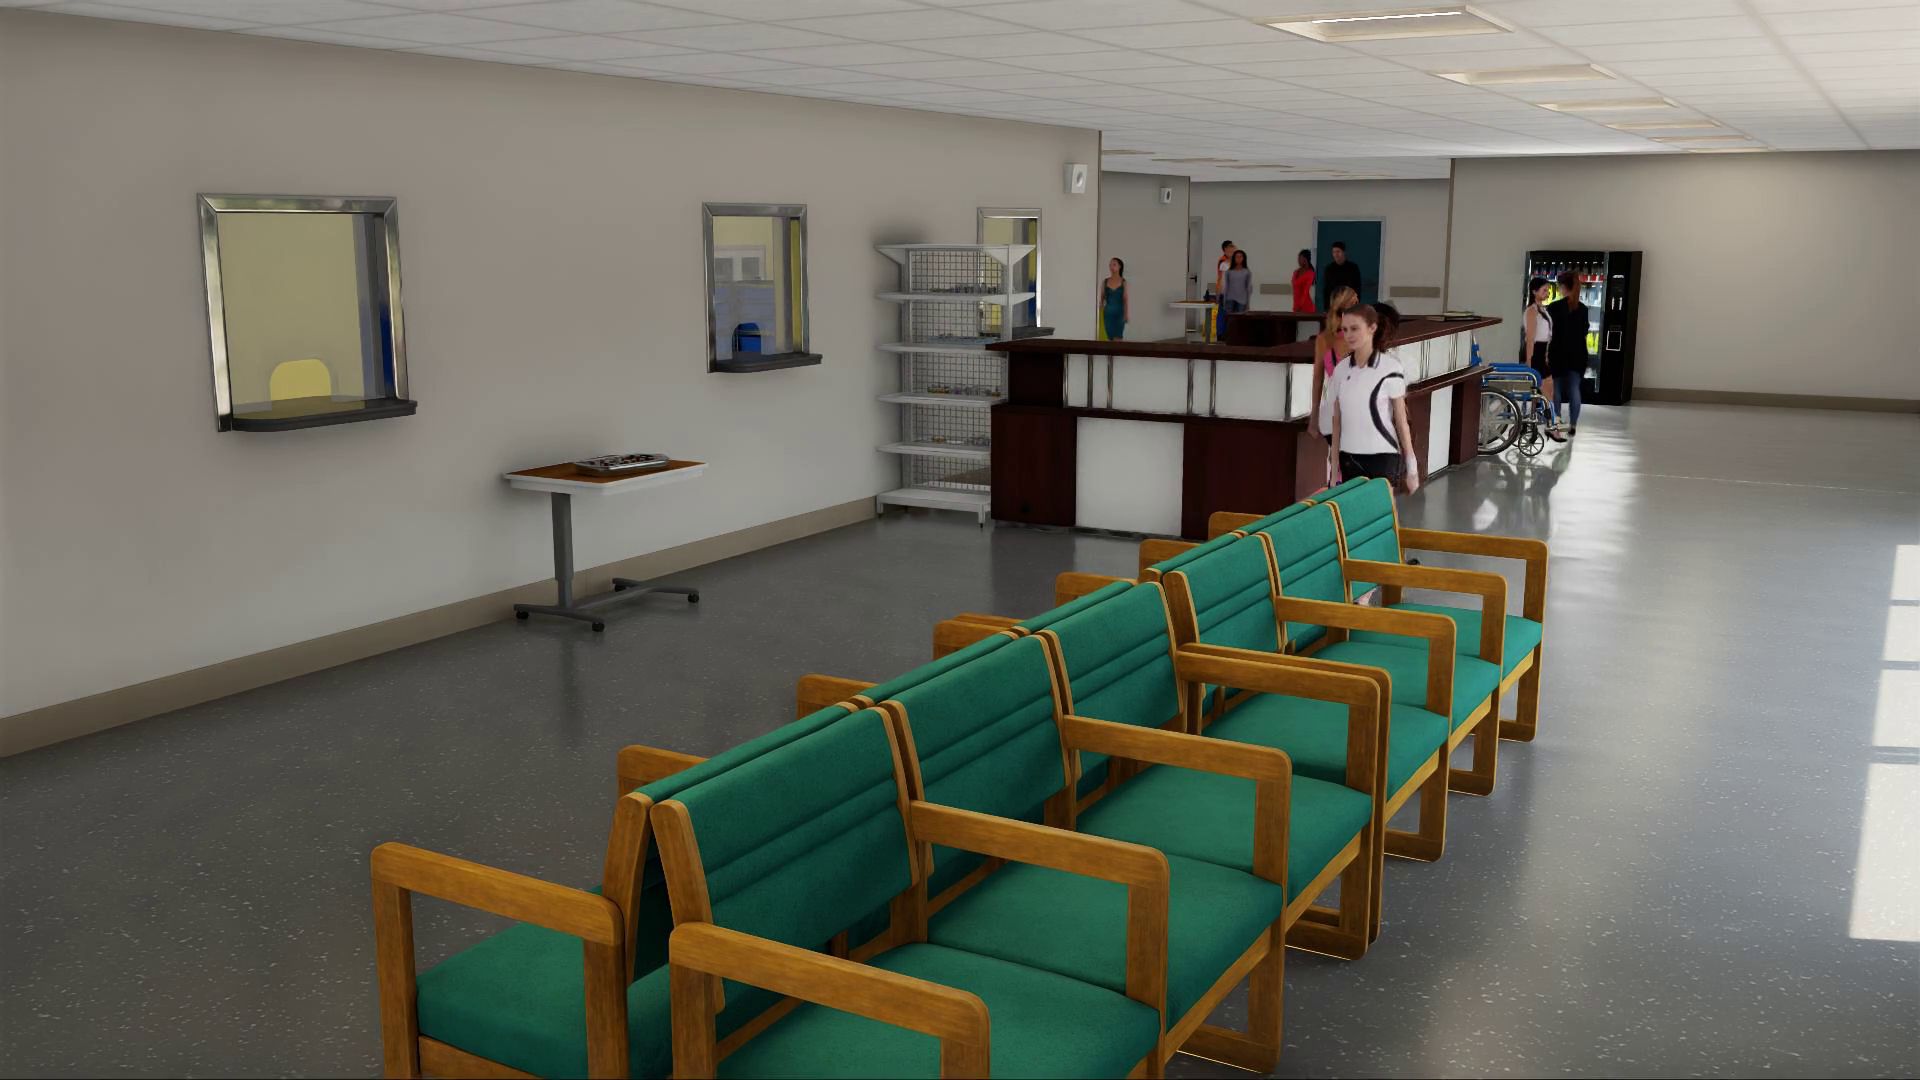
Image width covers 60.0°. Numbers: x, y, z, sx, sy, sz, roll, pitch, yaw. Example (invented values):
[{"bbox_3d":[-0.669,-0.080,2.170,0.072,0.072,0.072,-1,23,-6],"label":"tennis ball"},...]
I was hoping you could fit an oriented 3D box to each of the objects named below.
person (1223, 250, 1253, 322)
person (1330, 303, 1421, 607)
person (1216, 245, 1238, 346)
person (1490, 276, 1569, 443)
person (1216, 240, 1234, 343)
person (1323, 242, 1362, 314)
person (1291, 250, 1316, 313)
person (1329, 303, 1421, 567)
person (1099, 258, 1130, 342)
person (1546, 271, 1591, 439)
[{"bbox_3d":[4.626,-3.955,27.748,0.706,1.721,0.778,2,11,12],"label":"person"},{"bbox_3d":[2.254,-0.392,8.998,1.031,1.710,0.854,8,13,37],"label":"person"},{"bbox_3d":[4.687,-4.201,28.870,1.060,1.784,0.669,5,12,26],"label":"person"},{"bbox_3d":[5.602,-1.760,16.473,1.042,1.611,0.565,5,12,27],"label":"person"},{"bbox_3d":[4.932,-4.629,30.912,0.641,1.863,0.712,4,12,22],"label":"person"},{"bbox_3d":[5.383,-3.201,23.349,1.271,1.878,1.023,2,11,10],"label":"person"},{"bbox_3d":[5.193,-3.415,24.821,1.007,1.750,1.090,-6,12,-28],"label":"person"},{"bbox_3d":[2.250,-0.465,9.462,1.019,1.681,1.098,-6,12,-29],"label":"person"},{"bbox_3d":[2.232,-3.167,23.762,0.882,1.658,0.693,4,12,22],"label":"person"},{"bbox_3d":[6.161,-1.861,16.851,0.833,1.668,0.877,1,11,3],"label":"person"}]
